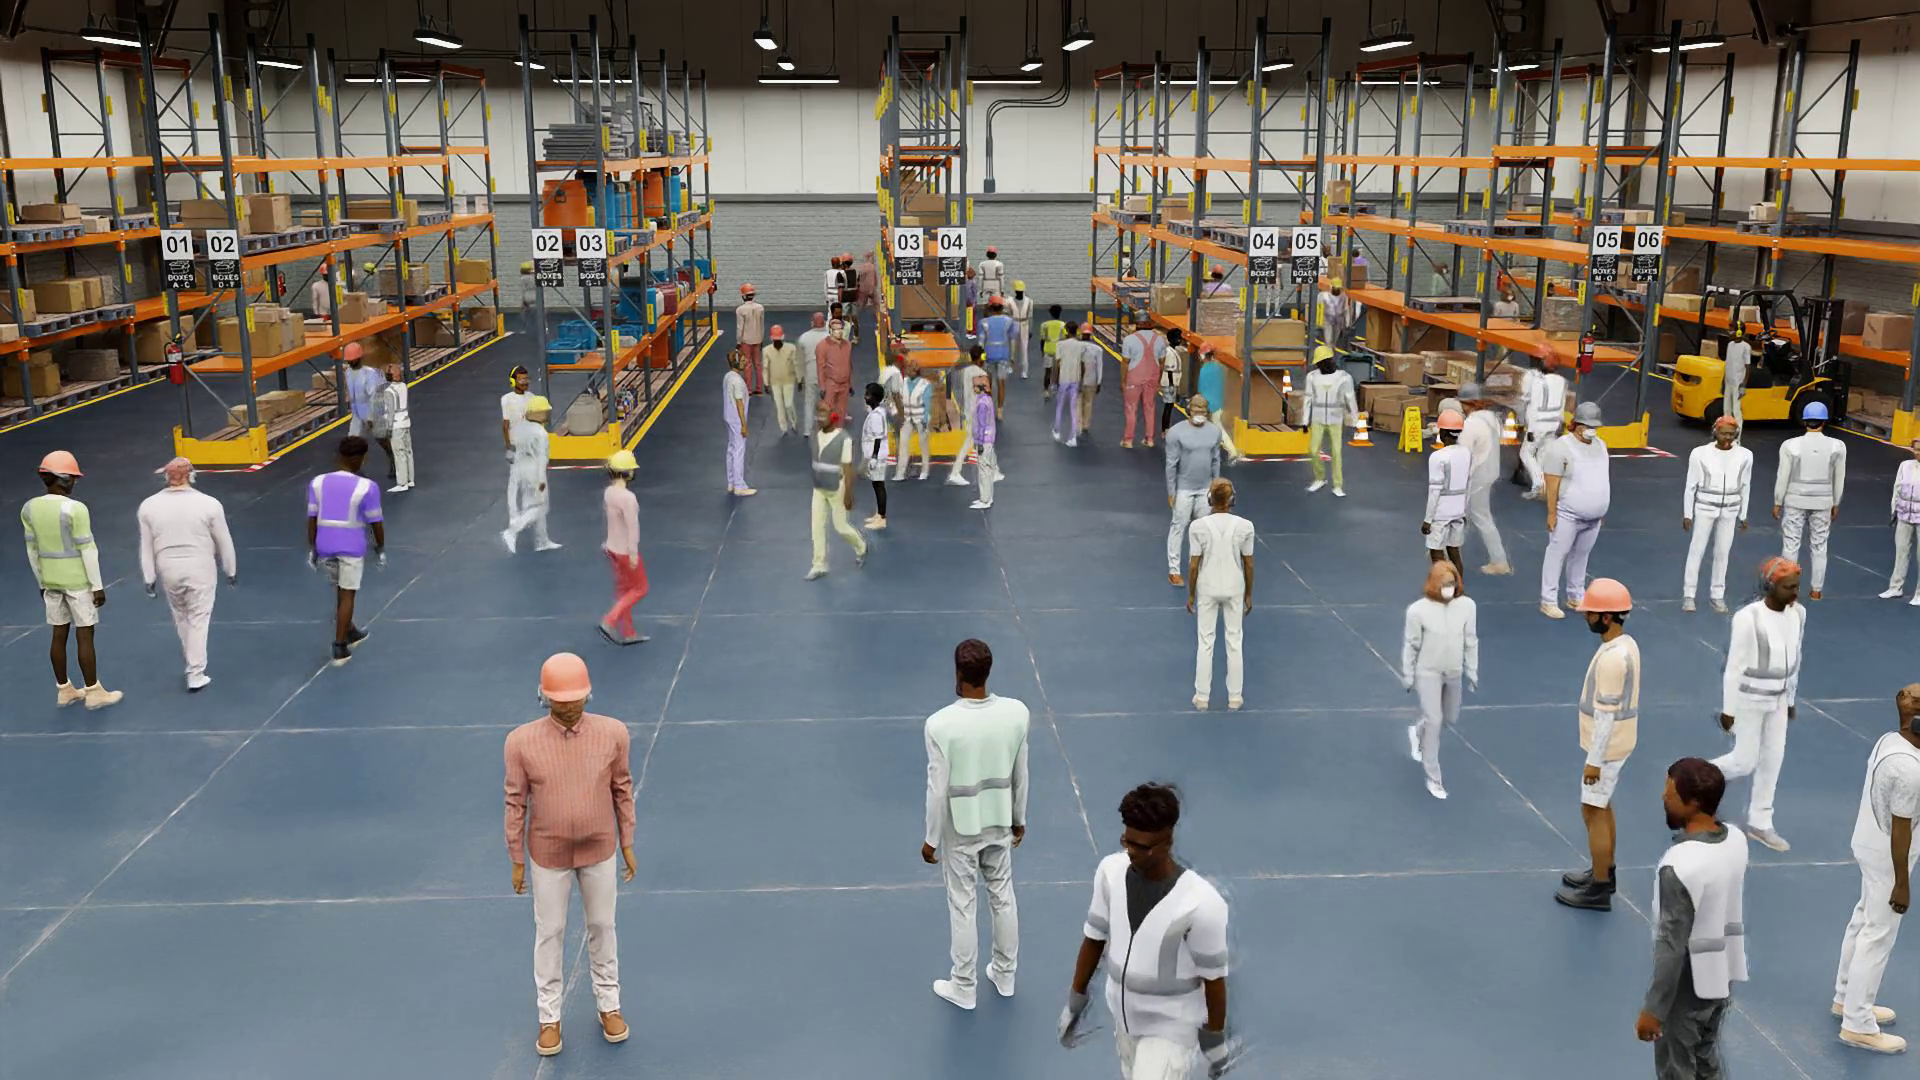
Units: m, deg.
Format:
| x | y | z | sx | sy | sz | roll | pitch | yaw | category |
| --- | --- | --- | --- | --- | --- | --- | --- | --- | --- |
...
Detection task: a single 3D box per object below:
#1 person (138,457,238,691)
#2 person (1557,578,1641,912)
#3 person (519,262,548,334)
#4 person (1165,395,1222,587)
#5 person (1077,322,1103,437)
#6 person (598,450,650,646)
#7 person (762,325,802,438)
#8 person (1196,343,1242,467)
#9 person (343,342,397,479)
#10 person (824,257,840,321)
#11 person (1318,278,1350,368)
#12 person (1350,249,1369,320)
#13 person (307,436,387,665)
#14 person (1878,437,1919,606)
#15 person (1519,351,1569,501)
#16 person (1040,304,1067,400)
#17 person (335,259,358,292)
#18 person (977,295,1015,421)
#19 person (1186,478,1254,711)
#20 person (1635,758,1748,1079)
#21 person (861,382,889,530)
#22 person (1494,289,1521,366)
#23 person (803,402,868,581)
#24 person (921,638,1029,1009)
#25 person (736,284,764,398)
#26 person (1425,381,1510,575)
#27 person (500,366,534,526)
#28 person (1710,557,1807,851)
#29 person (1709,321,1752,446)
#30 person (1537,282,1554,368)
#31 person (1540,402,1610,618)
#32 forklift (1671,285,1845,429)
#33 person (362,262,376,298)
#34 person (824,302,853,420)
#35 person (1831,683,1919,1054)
| x | y | z | sx | sy | sz | roll | pitch | yaw | category |
| --- | --- | --- | --- | --- | --- | --- | --- | --- | --- |
| -6.262 | 0.235 | 13.615 | 0.671 | 1.868 | 0.884 | -2 | 13 | -7 | person |
| 3.686 | 1.166 | 9.586 | 0.390 | 1.922 | 0.554 | 7 | 15 | 27 | person |
| -10.036 | -5.654 | 38.943 | 0.871 | 1.704 | 0.484 | 12 | 18 | 40 | person |
| 2.334 | -0.501 | 16.622 | 0.629 | 1.933 | 0.379 | -6 | 14 | -22 | person |
| 1.889 | -2.443 | 25.296 | 0.573 | 1.728 | 0.756 | 0 | 13 | 0 | person |
| -2.950 | 0.086 | 14.494 | 0.432 | 1.753 | 0.533 | -9 | 16 | -34 | person |
| -2.688 | -2.374 | 25.009 | 0.585 | 1.714 | 0.442 | 2 | 13 | 8 | person |
| 3.468 | -1.857 | 22.883 | 0.877 | 1.705 | 0.572 | 9 | 16 | 33 | person |
| -7.702 | -1.659 | 21.666 | 0.558 | 1.884 | 1.004 | 5 | 14 | 21 | person |
| -2.842 | -5.503 | 37.918 | 0.574 | 1.882 | 0.358 | 10 | 17 | 37 | person |
| 7.471 | -4.335 | 33.203 | 0.612 | 1.780 | 0.963 | -1 | 13 | -5 | person |
| 10.148 | -6.550 | 42.596 | 0.675 | 1.772 | 1.003 | 1 | 13 | 5 | person |
| -5.235 | 0.064 | 14.288 | 0.607 | 1.902 | 0.880 | 2 | 13 | 8 | person |
| 9.172 | -0.192 | 15.945 | 0.311 | 1.636 | 0.521 | -7 | 15 | -26 | person |
| 7.207 | -1.404 | 20.582 | 0.604 | 1.873 | 0.402 | -7 | 15 | -27 | person |
| 1.641 | -3.272 | 28.959 | 0.540 | 1.659 | 0.860 | 3 | 14 | 13 | person |
| -14.294 | -5.624 | 38.618 | 0.588 | 1.790 | 0.990 | 7 | 15 | 28 | person |
| 0.576 | -2.963 | 26.921 | 0.618 | 1.989 | 1.041 | -1 | 13 | -3 | person |
| 2.011 | 0.429 | 12.885 | 0.504 | 1.839 | 0.344 | 1 | 13 | 5 | person |
| 3.056 | 1.817 | 6.897 | 0.679 | 1.907 | 0.374 | -13 | 18 | -43 | person |
| -0.972 | -0.968 | 19.101 | 0.315 | 1.697 | 0.541 | 0 | 13 | 0 | person |
| 10.824 | -4.172 | 32.894 | 0.520 | 1.579 | 0.845 | -3 | 14 | -11 | person |
| -1.283 | -0.521 | 16.954 | 0.579 | 1.818 | 0.791 | 10 | 17 | 36 | person |
| 0.088 | 1.439 | 8.434 | 0.597 | 1.916 | 0.371 | -8 | 15 | -30 | person |
| -3.680 | -3.480 | 29.107 | 0.381 | 1.994 | 0.613 | 11 | 17 | 40 | person |
| 5.337 | -0.687 | 17.178 | 1.004 | 2.000 | 0.688 | 11 | 17 | 38 | person |
| -5.048 | -1.080 | 19.206 | 0.333 | 1.873 | 0.520 | 8 | 15 | 30 | person |
| 4.974 | 0.988 | 10.470 | 0.588 | 1.869 | 0.648 | -6 | 15 | -25 | person |
| 11.252 | -2.252 | 24.192 | 0.327 | 1.863 | 0.514 | -2 | 14 | -10 | person |
| 10.895 | -3.881 | 31.085 | 0.309 | 1.864 | 0.535 | 13 | 18 | 43 | person |
| 5.771 | -0.286 | 15.477 | 0.686 | 2.000 | 0.535 | -6 | 15 | -24 | person |
| 12.503 | -2.886 | 26.166 | 2.313 | 2.155 | 1.214 | -1 | 13 | -3 | forklift |
| -13.658 | -5.516 | 38.285 | 0.435 | 1.746 | 0.677 | -10 | 17 | -37 | person |
| -1.988 | -2.863 | 26.685 | 0.584 | 1.912 | 0.392 | -11 | 17 | -40 | person |
| 4.519 | 1.570 | 8.068 | 0.349 | 1.837 | 0.502 | 5 | 14 | 19 | person |
